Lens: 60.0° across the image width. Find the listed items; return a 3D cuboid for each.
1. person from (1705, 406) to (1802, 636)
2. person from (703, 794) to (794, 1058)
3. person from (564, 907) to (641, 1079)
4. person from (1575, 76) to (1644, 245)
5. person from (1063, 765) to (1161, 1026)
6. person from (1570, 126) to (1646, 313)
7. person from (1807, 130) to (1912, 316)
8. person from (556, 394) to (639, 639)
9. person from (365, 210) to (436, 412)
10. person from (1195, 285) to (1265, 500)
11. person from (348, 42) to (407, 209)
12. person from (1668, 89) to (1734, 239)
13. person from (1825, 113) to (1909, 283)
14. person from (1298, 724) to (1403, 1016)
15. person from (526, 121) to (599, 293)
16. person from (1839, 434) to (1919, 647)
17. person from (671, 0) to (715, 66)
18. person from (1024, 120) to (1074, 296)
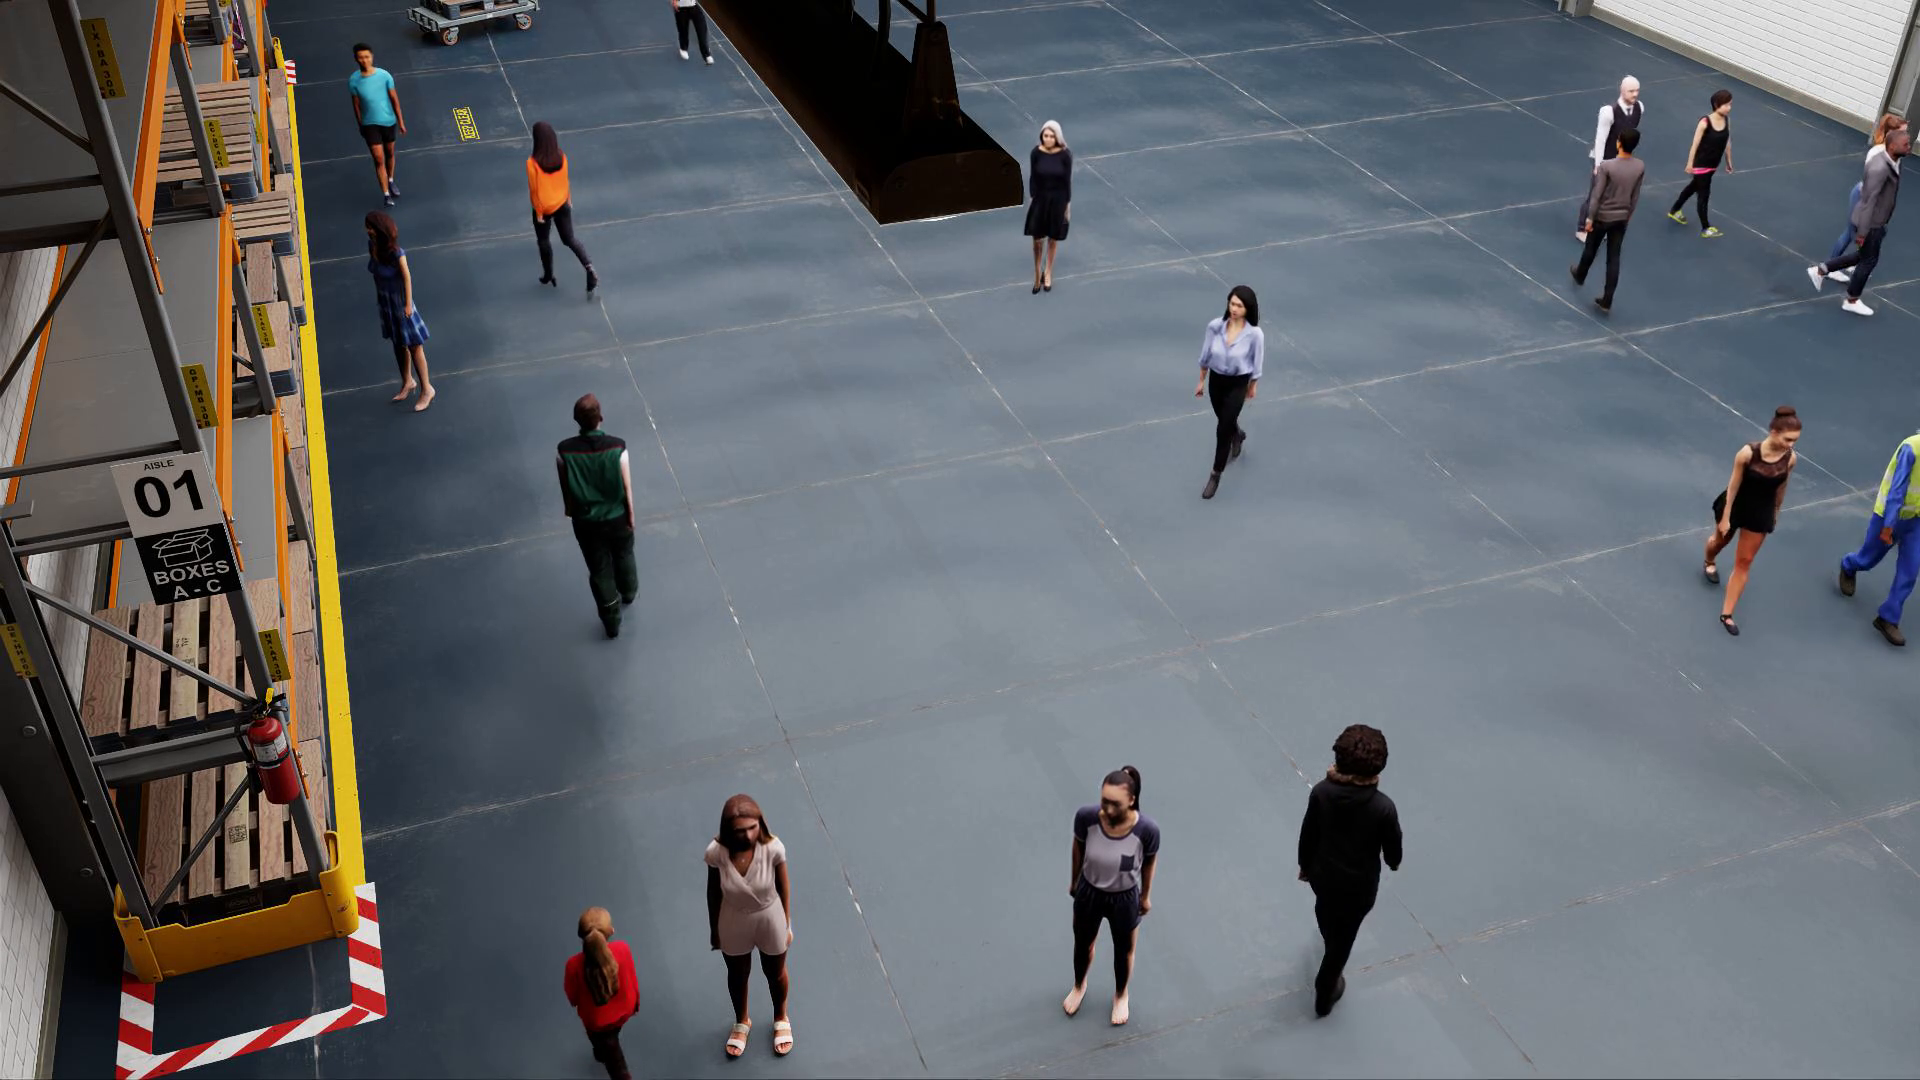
[{"bbox_3d":[5.533,-0.245,11.760,0.939,1.638,1.177,6,34,8],"label":"person"},{"bbox_3d":[-1.048,1.938,8.425,0.635,1.695,0.636,-1,34,-2],"label":"person"},{"bbox_3d":[-1.714,2.372,8.178,0.648,1.245,0.943,-22,39,-29],"label":"person"},{"bbox_3d":[6.637,-3.919,17.140,0.739,1.801,0.672,-14,36,-20],"label":"person"},{"bbox_3d":[0.772,1.835,8.620,0.674,1.650,0.708,10,35,15],"label":"person"},{"bbox_3d":[6.237,-3.019,15.857,0.898,1.722,1.213,-4,34,-7],"label":"person"},{"bbox_3d":[8.570,-3.040,15.824,1.090,1.794,0.998,22,40,30],"label":"person"},{"bbox_3d":[-2.473,-0.126,11.415,0.723,1.822,0.925,-7,34,-10],"label":"person"},{"bbox_3d":[-4.806,-1.956,14.183,0.705,1.805,0.818,23,40,31],"label":"person"},{"bbox_3d":[2.162,-1.240,13.196,1.162,1.706,1.158,18,38,25],"label":"person"},{"bbox_3d":[-6.349,-4.561,18.163,0.676,1.739,1.064,-14,36,-20],"label":"person"},{"bbox_3d":[7.794,-3.993,17.513,0.657,1.511,1.059,-17,37,-24],"label":"person"},{"bbox_3d":[8.857,-3.372,16.402,0.713,1.708,0.743,-25,41,-32],"label":"person"},{"bbox_3d":[1.961,1.781,8.618,0.979,1.743,0.997,21,39,28],"label":"person"},{"bbox_3d":[-3.886,-3.187,16.111,1.162,1.723,0.972,24,41,32],"label":"person"},{"bbox_3d":[6.538,-0.208,11.573,0.946,1.783,1.181,3,34,4],"label":"person"},{"bbox_3d":[-3.652,-7.214,22.238,0.692,1.646,1.084,-13,36,-19],"label":"person"},{"bbox_3d":[0.886,-3.264,16.213,0.751,1.737,0.827,3,34,5],"label":"person"}]
